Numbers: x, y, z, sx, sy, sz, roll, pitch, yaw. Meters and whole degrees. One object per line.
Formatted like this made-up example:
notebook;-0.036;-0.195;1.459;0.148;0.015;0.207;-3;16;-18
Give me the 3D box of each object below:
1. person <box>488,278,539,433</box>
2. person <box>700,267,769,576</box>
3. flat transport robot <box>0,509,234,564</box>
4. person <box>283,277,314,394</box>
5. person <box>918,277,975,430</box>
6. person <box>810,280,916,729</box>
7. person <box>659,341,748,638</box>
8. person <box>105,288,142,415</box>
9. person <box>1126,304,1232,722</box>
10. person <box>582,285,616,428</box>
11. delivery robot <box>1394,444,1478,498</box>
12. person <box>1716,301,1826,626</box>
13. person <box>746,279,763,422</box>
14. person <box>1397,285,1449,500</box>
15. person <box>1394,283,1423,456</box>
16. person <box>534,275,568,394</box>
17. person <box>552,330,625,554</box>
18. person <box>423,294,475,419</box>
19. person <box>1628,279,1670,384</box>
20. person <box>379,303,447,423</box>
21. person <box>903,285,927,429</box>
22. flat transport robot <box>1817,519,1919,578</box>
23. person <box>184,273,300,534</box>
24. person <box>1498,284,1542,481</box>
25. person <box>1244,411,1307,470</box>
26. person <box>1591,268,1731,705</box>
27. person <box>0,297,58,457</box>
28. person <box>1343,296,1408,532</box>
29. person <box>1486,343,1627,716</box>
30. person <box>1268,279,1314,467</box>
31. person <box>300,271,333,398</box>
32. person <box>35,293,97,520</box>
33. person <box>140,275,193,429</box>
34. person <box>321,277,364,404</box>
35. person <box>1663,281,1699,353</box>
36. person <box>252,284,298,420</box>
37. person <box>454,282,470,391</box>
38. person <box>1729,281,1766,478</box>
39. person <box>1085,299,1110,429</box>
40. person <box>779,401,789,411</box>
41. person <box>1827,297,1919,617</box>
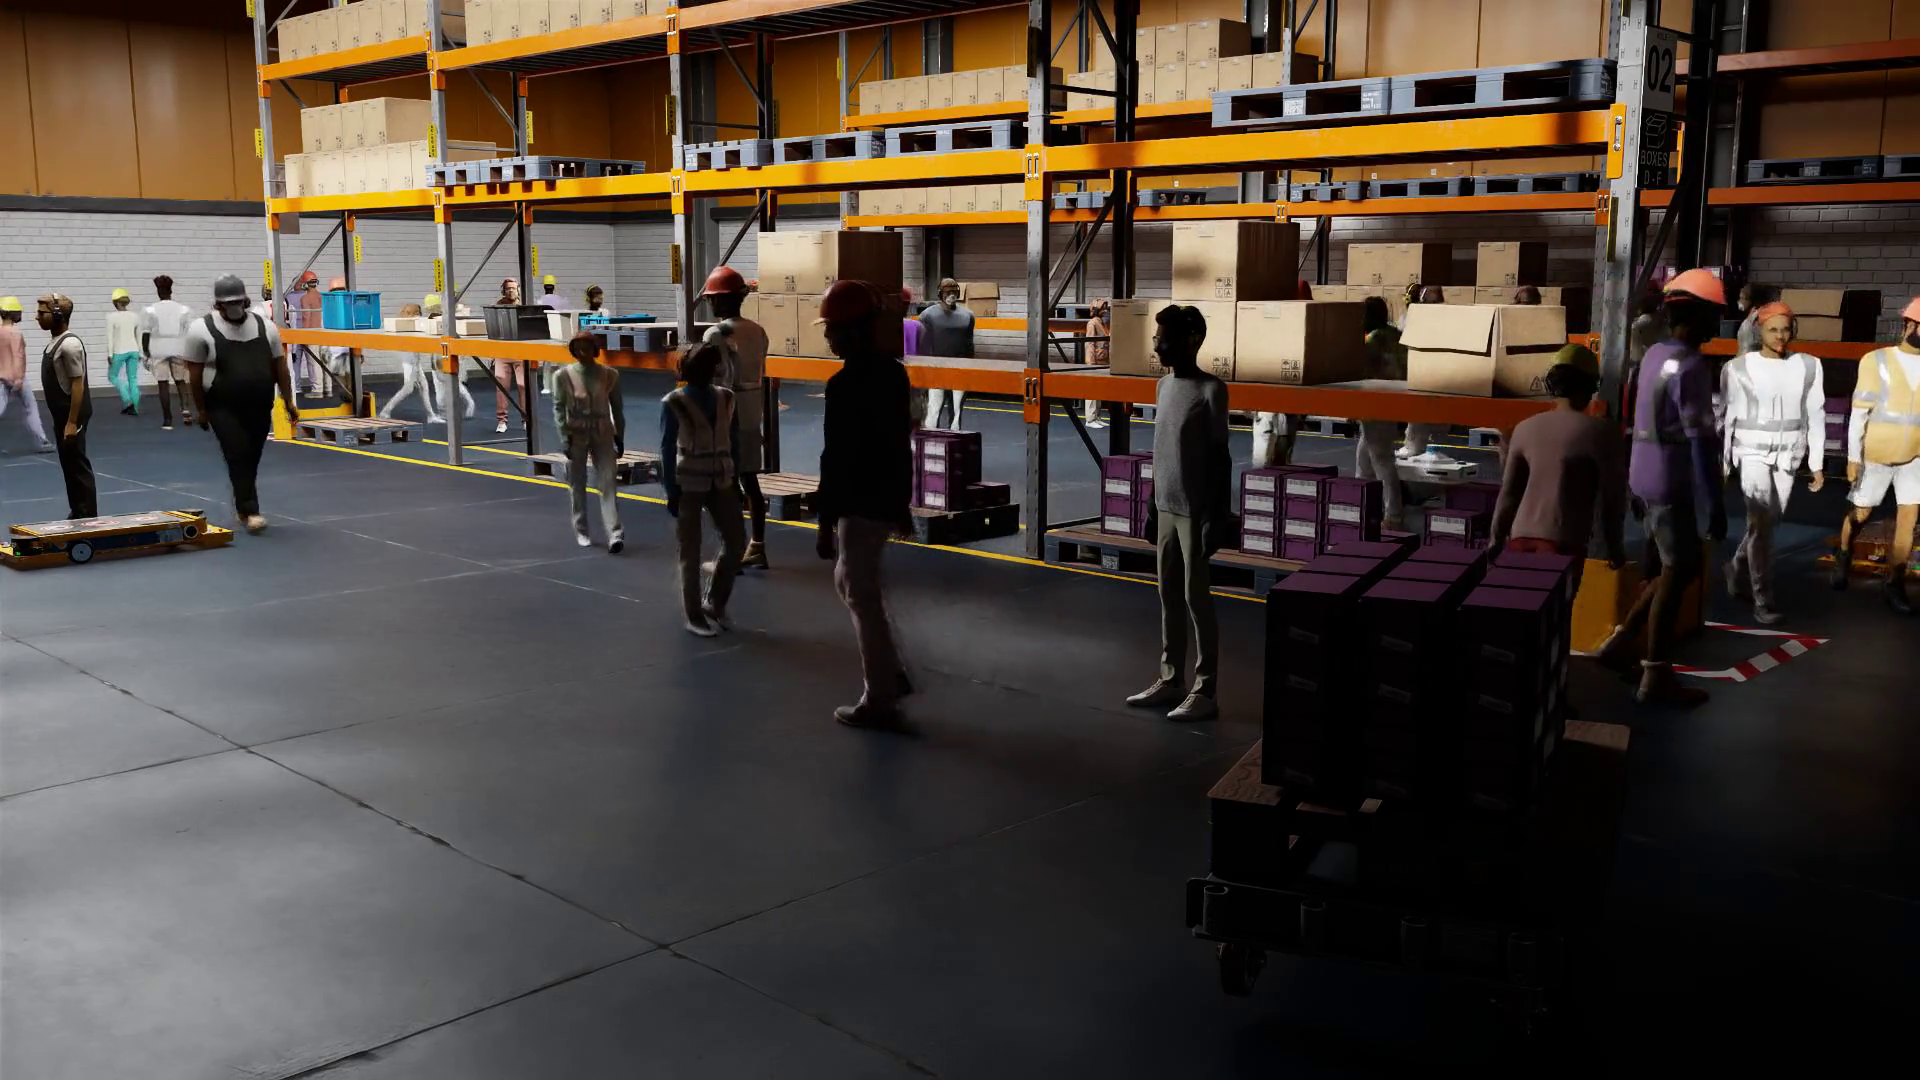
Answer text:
person;-5.540;-2.282;20.603;0.643;1.913;0.408;-3;10;-17
person;-1.520;-0.784;11.043;0.400;2.037;0.610;5;11;29
flat transport robot;-6.031;-0.036;11.842;0.652;0.197;1.431;9;13;44
person;-10.641;-3.311;26.945;0.636;1.903;0.405;0;9;1
person;-0.127;-1.700;16.950;0.635;1.937;0.353;-4;10;-26
person;-0.431;-0.144;7.295;0.455;1.969;0.644;4;10;23
person;-1.399;-0.270;9.110;0.539;1.625;0.378;-8;12;-41
person;-11.530;-2.583;22.927;0.374;1.750;0.542;5;11;30
person;1.000;-0.120;7.489;0.310;1.864;0.532;-5;11;-29
person;-4.674;-2.341;21.245;0.782;1.832;0.589;8;12;39
delivery robot;3.934;-0.554;13.865;0.707;0.478;0.477;8;12;40
person;4.714;-0.479;9.780;0.578;1.852;0.941;0;9;1
person;-2.692;-2.480;21.905;0.355;1.882;0.575;5;10;26
person;4.102;-1.315;14.745;0.651;1.887;0.659;-4;10;-22
person;4.891;-1.835;17.982;0.519;1.873;0.335;-6;11;-33
person;-6.627;-3.329;26.967;0.587;1.928;0.371;-4;10;-23
person;-2.625;-0.690;11.836;0.517;1.580;0.921;-4;10;-22
person;-6.853;-2.433;22.232;0.725;1.698;0.520;5;11;30
person;5.650;-1.204;13.888;0.653;1.934;1.038;-6;11;-32
person;-7.150;-2.282;21.572;0.797;1.595;0.508;-3;10;-20
person;-0.521;-1.448;15.579;0.564;1.889;1.006;-8;12;-39
flat transport robot;6.424;0.049;11.325;0.652;0.197;1.431;9;13;44
person;-5.463;-1.067;12.755;0.927;2.000;0.695;8;12;39
person;4.670;-1.152;13.724;0.685;1.888;0.556;0;9;-1
person;2.763;-1.196;14.343;0.636;1.784;0.542;1;9;6
person;3.309;-0.240;7.715;0.453;2.022;0.620;2;9;11
person;-10.252;-1.758;17.958;0.533;1.721;0.909;6;11;31
person;3.108;-0.955;12.784;0.829;1.805;0.638;7;12;37
person;2.496;0.006;7.186;0.820;1.711;0.543;-6;11;-31
person;2.772;-1.209;13.948;0.373;1.933;0.550;1;9;7
person;-10.145;-3.225;26.142;0.392;1.990;0.612;2;10;15
person;-6.591;-0.889;12.261;0.345;1.847;0.504;-7;12;-38
person;-9.988;-2.362;20.985;0.620;1.952;0.442;-7;12;-36
person;-8.343;-2.594;22.503;0.578;1.910;0.562;-6;11;-34
person;7.013;-1.561;16.169;0.609;1.912;0.538;-9;13;-44
person;-9.178;-2.518;22.279;0.429;1.846;0.644;8;12;39
person;-8.310;-3.323;27.275;0.601;1.817;0.462;0;9;-2
person;7.651;-1.503;15.847;0.778;1.912;0.629;8;12;40
person;1.751;-2.243;21.194;0.306;1.639;0.524;4;10;21
person;-2.648;-2.811;23.763;0.373;1.940;0.628;1;9;6
person;5.603;-0.538;10.020;0.576;1.889;0.959;2;9;10
